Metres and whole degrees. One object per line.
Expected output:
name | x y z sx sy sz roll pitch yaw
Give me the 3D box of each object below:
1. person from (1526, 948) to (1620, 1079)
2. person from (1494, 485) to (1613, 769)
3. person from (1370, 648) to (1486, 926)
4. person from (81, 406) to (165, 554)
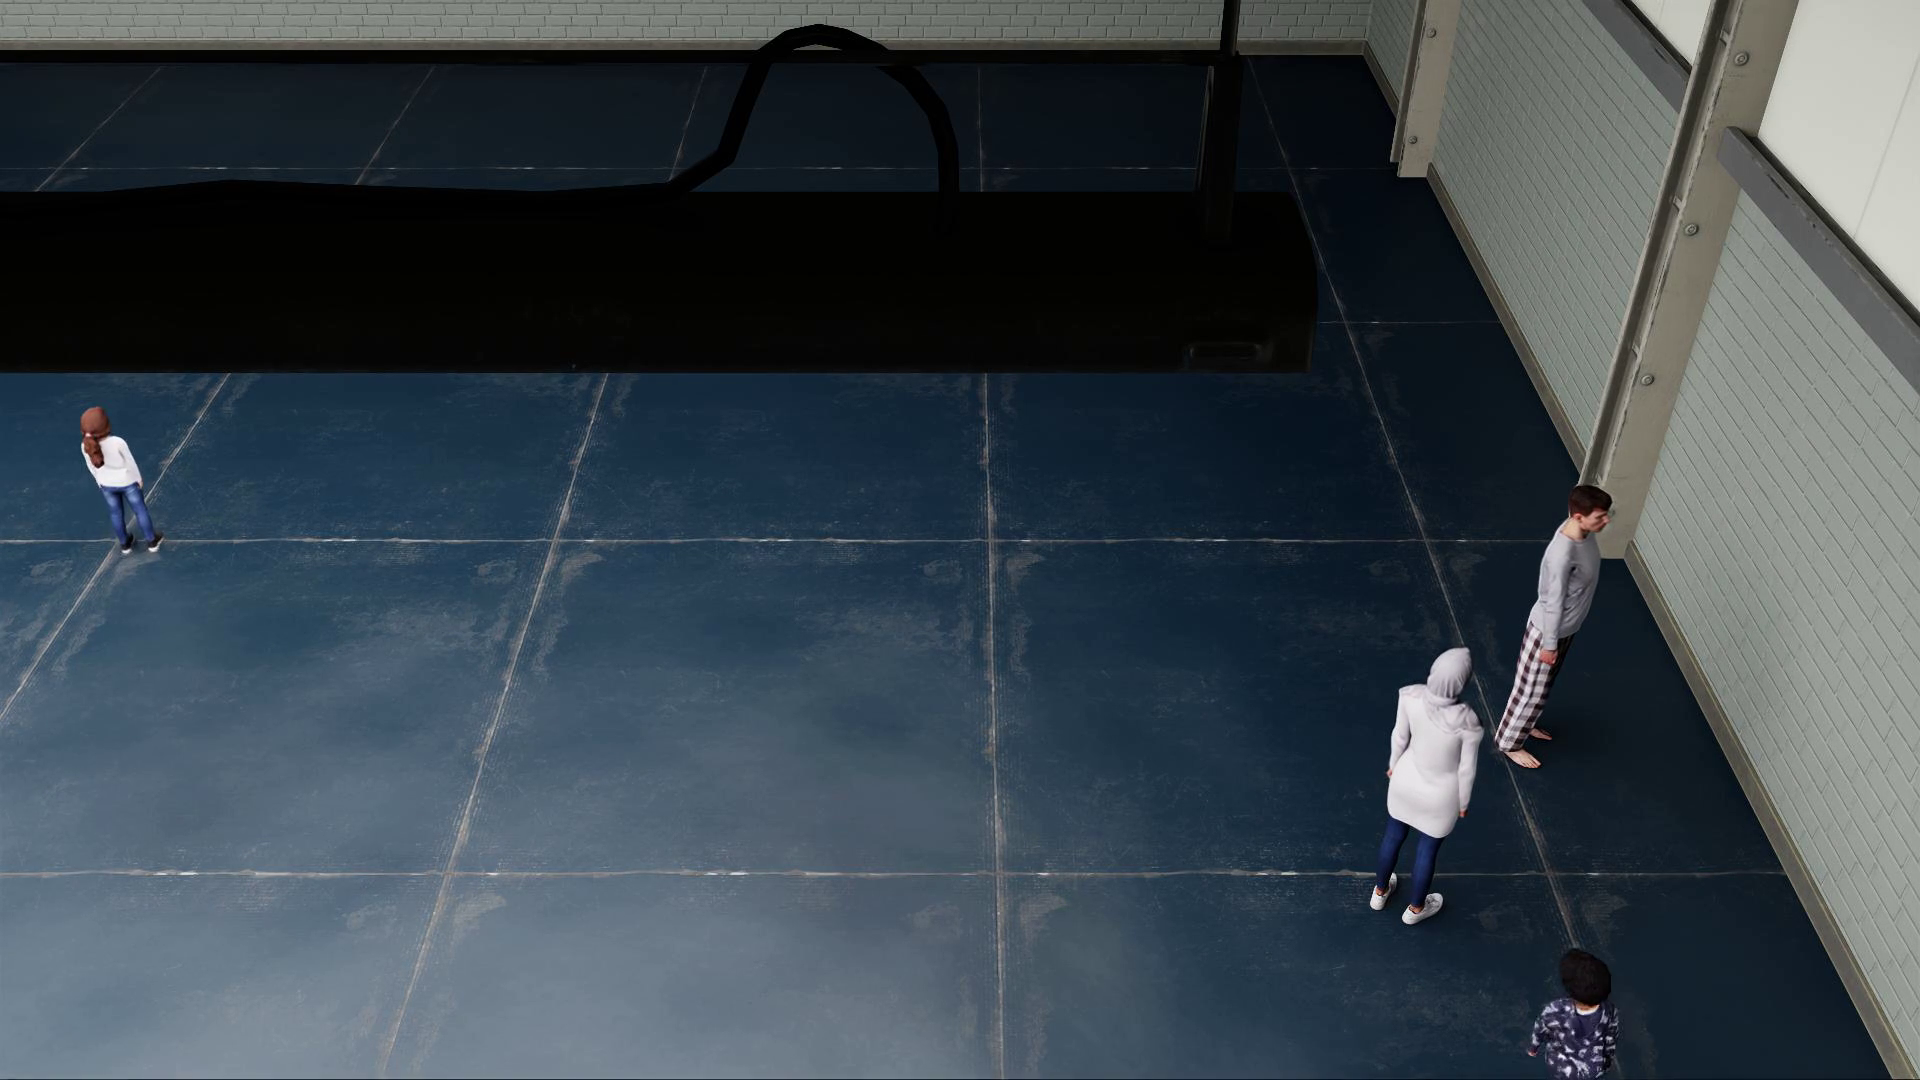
person | 2.745 2.316 7.375 0.514 1.238 0.581 6 38 7
person | 3.321 0.461 9.313 0.764 1.847 0.656 22 42 26
person | 2.336 1.242 8.345 0.684 1.775 0.730 28 45 32
person | -5.606 -0.405 11.060 0.475 1.112 0.503 -5 38 -7
